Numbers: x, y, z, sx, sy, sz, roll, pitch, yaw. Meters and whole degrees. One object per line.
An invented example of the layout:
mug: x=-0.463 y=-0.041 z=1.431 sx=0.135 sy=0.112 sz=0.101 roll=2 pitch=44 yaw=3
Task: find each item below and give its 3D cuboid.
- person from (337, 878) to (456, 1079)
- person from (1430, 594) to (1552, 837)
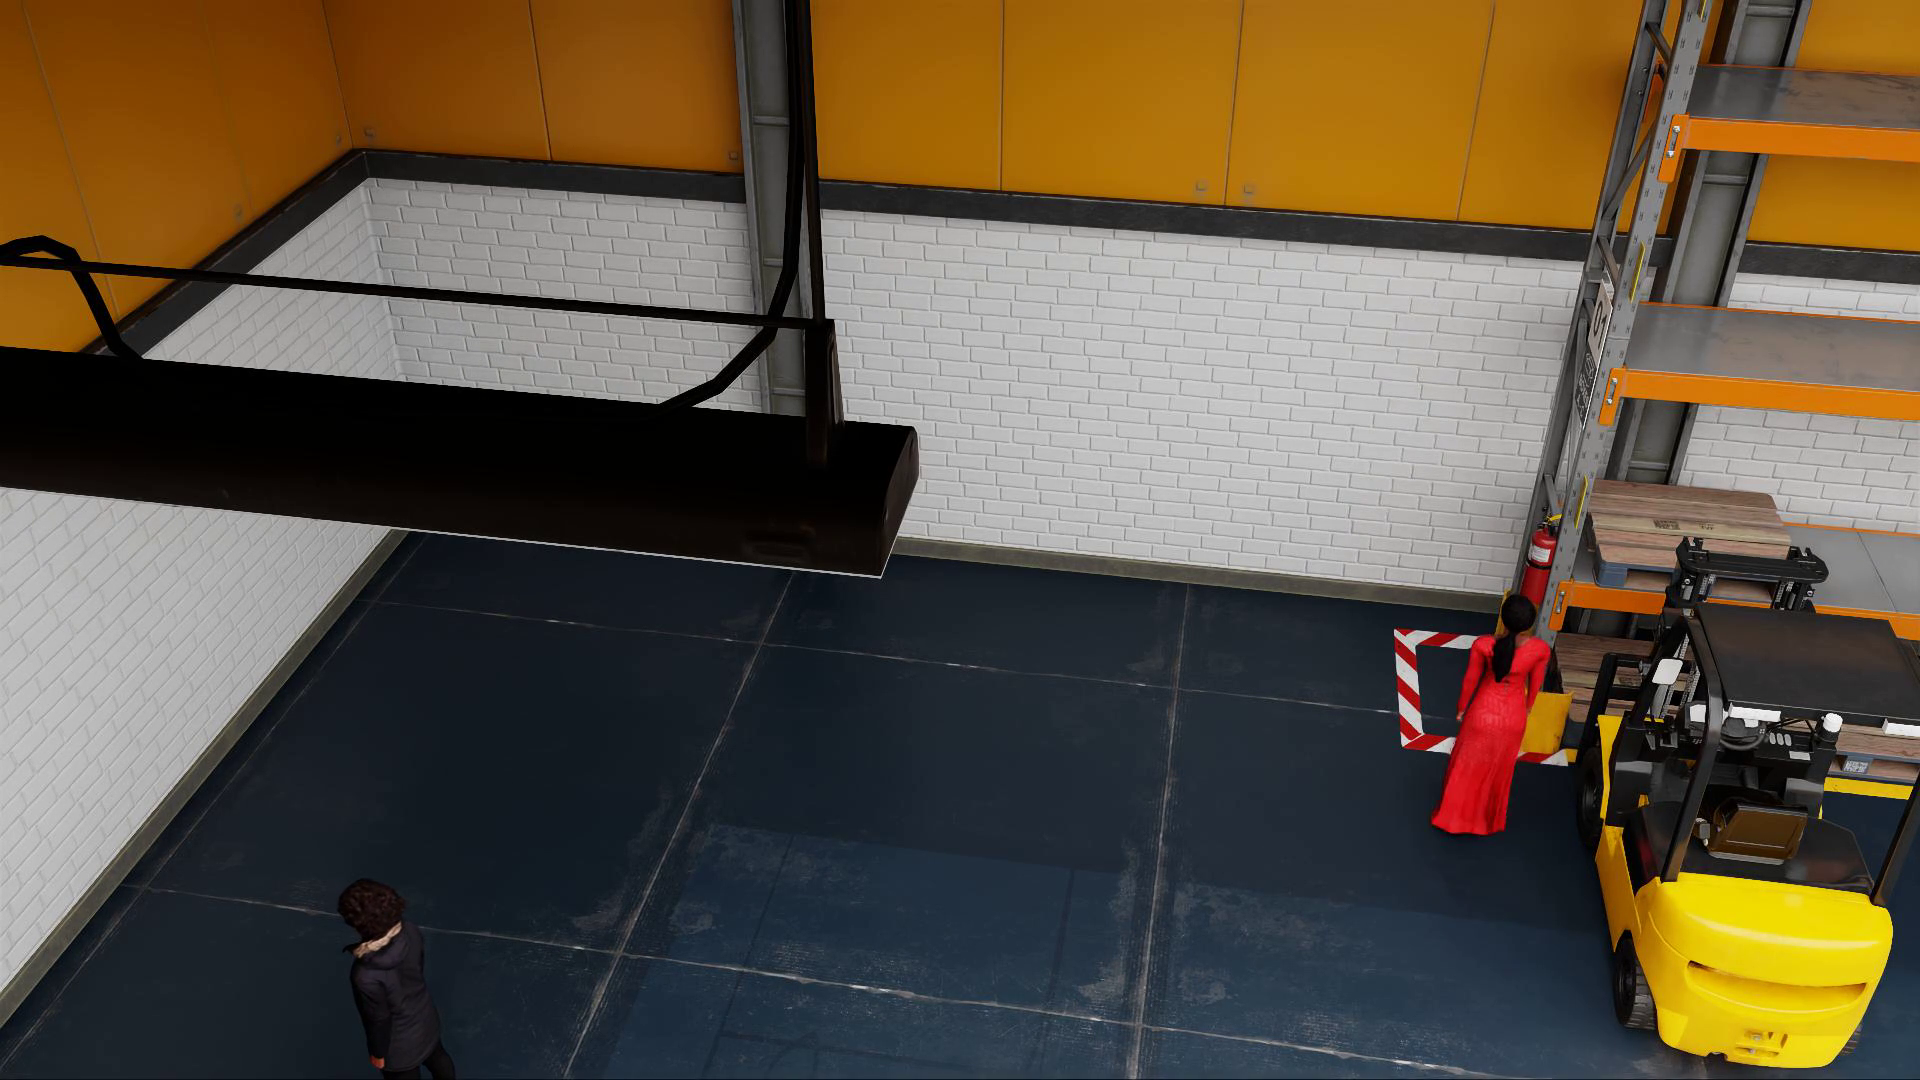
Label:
person: x=-2.702 y=2.330 z=8.061 sx=0.584 sy=1.779 sz=0.628 roll=7 pitch=34 yaw=11
person: x=3.202 y=1.082 z=9.940 sx=0.514 sy=1.786 sz=0.725 roll=3 pitch=34 yaw=5
